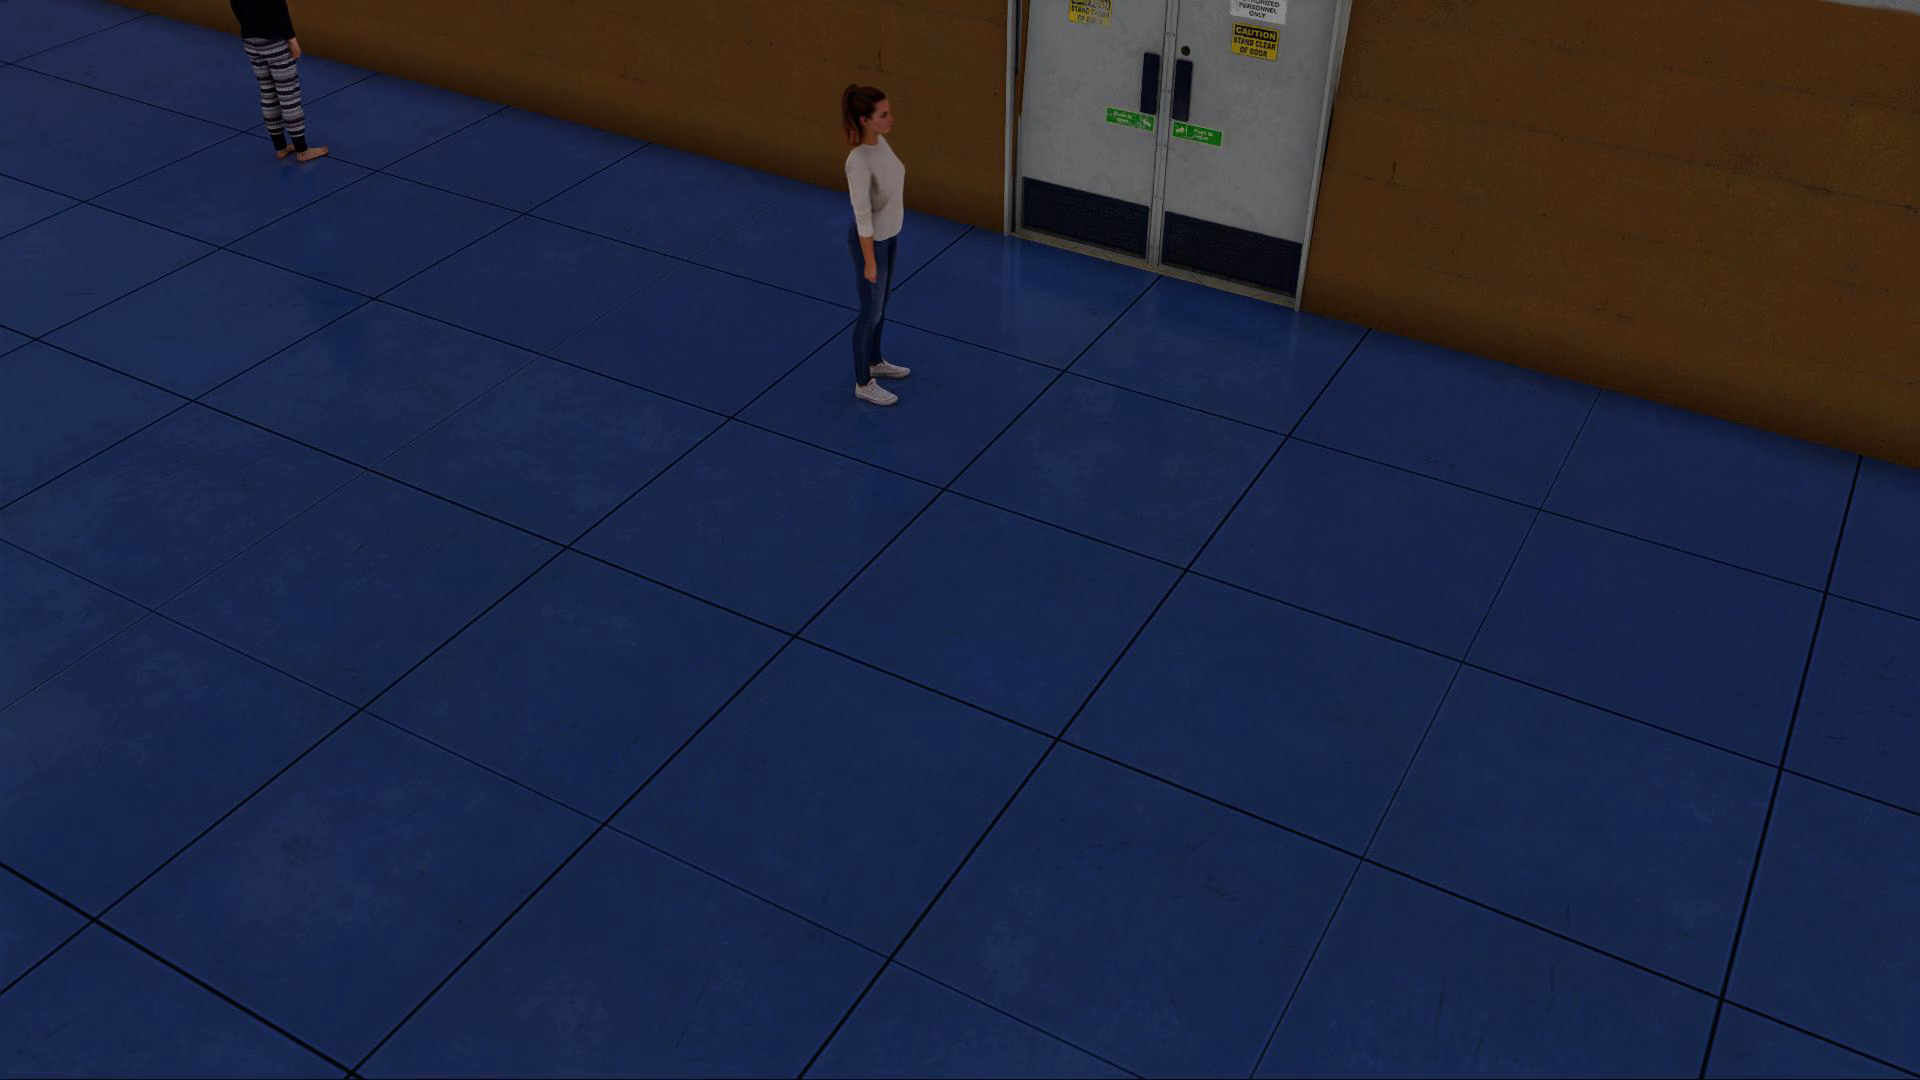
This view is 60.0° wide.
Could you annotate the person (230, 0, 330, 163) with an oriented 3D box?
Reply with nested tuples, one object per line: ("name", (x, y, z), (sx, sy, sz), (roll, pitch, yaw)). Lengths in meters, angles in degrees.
("person", (-4.667, -3.395, 11.172), (0.610, 1.733, 0.514), (17, 40, 22))

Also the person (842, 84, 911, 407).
("person", (-0.456, -1.548, 8.722), (0.726, 1.720, 0.563), (8, 38, 11))
